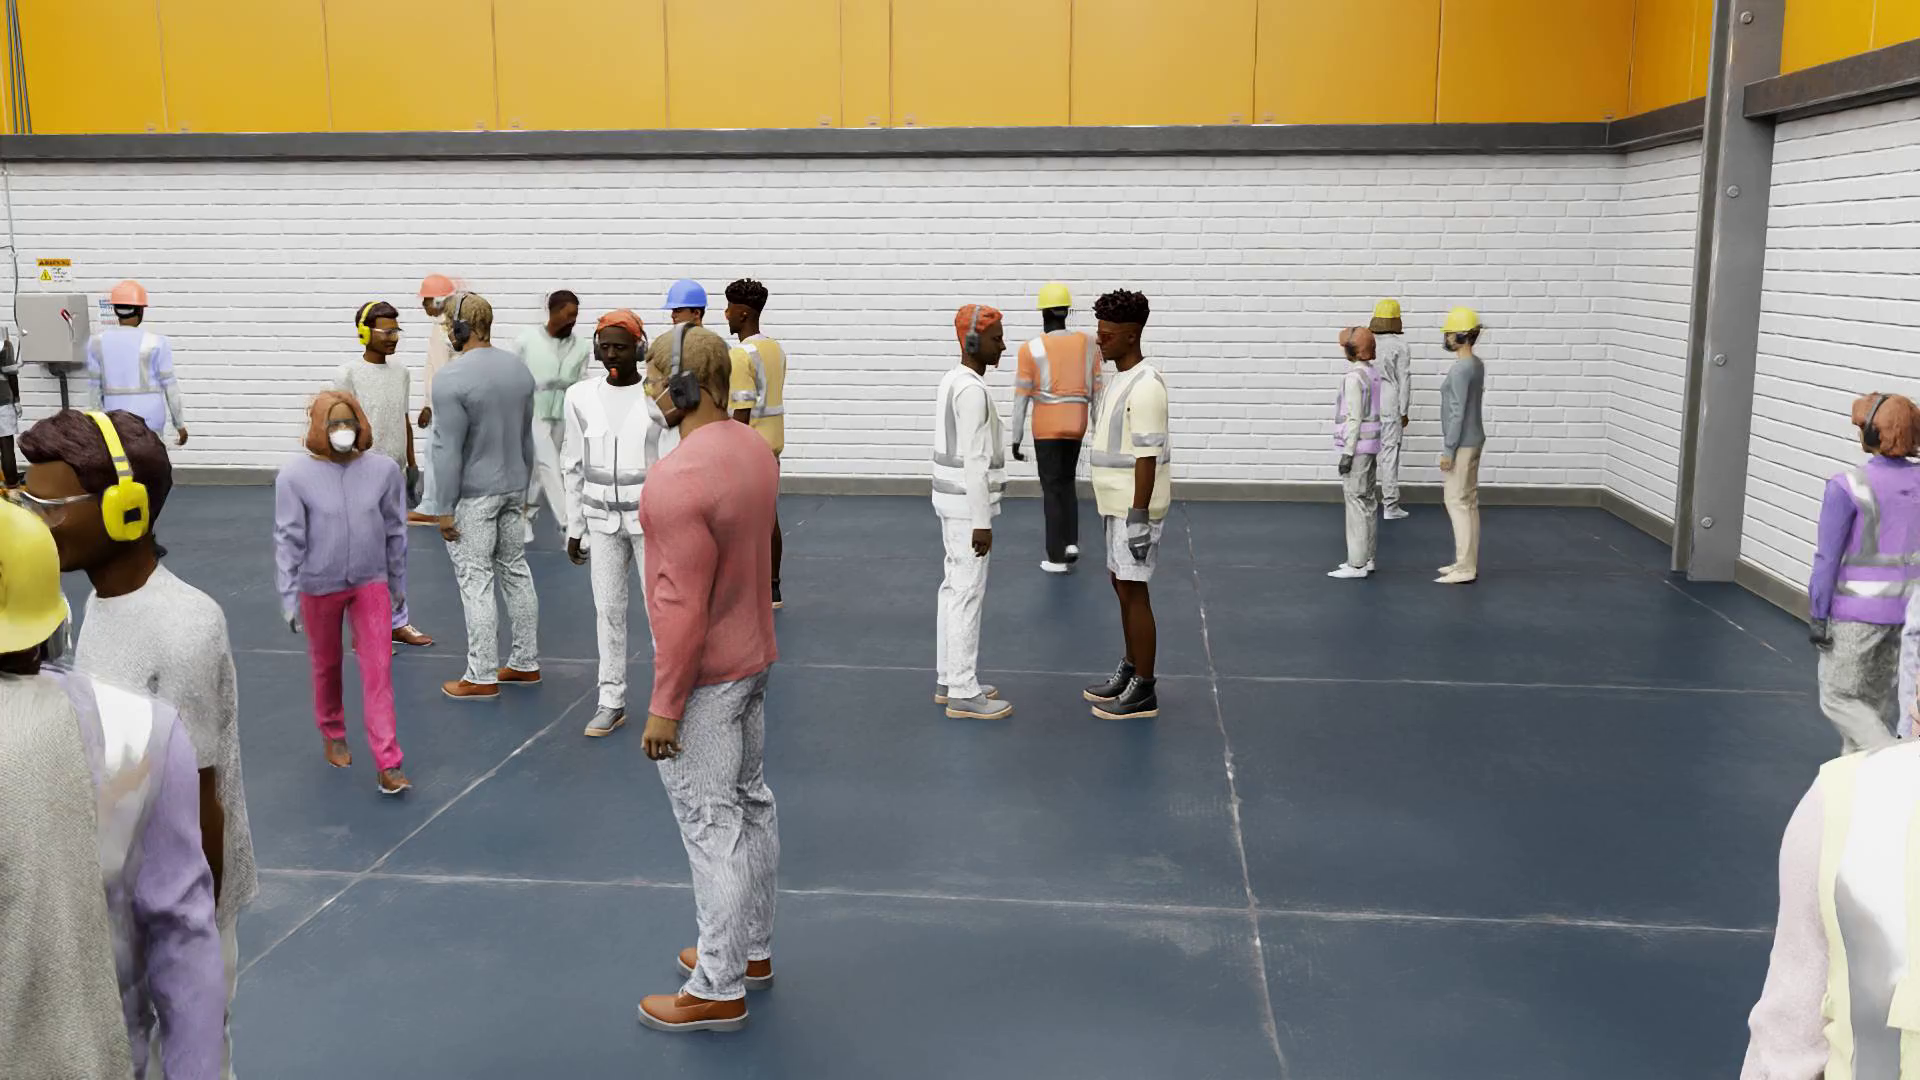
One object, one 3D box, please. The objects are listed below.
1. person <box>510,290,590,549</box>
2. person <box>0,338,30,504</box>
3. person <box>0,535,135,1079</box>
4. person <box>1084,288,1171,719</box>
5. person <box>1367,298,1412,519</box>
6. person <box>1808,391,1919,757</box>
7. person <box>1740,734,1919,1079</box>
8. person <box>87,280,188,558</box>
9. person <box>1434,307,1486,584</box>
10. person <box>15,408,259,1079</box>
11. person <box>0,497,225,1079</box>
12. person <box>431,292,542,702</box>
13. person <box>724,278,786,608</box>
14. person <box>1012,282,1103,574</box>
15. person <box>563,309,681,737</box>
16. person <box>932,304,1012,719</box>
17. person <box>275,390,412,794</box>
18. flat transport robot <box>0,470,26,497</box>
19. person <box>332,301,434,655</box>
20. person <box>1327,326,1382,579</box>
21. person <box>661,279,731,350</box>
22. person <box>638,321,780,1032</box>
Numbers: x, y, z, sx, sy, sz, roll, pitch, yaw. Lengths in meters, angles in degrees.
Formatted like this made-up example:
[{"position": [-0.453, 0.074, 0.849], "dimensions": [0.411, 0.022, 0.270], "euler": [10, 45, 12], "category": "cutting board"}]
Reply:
[{"position": [-2.941, -0.847, 11.839], "dimensions": [0.997, 1.844, 0.661], "euler": [9, 14, 43], "category": "person"}, {"position": [-8.121, -1.138, 13.912], "dimensions": [0.532, 1.696, 0.319], "euler": [-1, 10, -8], "category": "person"}, {"position": [-1.331, 0.811, 2.298], "dimensions": [0.500, 1.856, 0.551], "euler": [-1, 10, -6], "category": "person"}, {"position": [0.767, -0.162, 7.589], "dimensions": [0.374, 1.958, 0.606], "euler": [-1, 10, -5], "category": "person"}, {"position": [3.360, -1.043, 13.231], "dimensions": [0.487, 1.744, 0.312], "euler": [9, 13, 42], "category": "person"}, {"position": [3.334, 0.284, 5.977], "dimensions": [0.515, 1.626, 0.620], "euler": [-2, 10, -14], "category": "person"}, {"position": [1.174, 0.902, 1.840], "dimensions": [0.619, 1.837, 0.430], "euler": [6, 12, 33], "category": "person"}, {"position": [-5.643, -0.820, 11.462], "dimensions": [0.552, 1.923, 0.500], "euler": [0, 10, 0], "category": "person"}, {"position": [3.197, -0.589, 10.648], "dimensions": [0.405, 1.774, 0.554], "euler": [5, 11, 29], "category": "person"}, {"position": [-1.444, 0.689, 2.988], "dimensions": [0.331, 1.864, 0.507], "euler": [-9, 13, -42], "category": "person"}, {"position": [-1.360, 0.829, 2.375], "dimensions": [0.602, 1.787, 0.851], "euler": [-6, 12, -32], "category": "person"}, {"position": [-2.251, -0.202, 7.891], "dimensions": [0.357, 1.932, 0.629], "euler": [5, 11, 26], "category": "person"}, {"position": [-1.212, -0.529, 9.653], "dimensions": [0.367, 1.966, 0.606], "euler": [2, 10, 14], "category": "person"}, {"position": [0.627, -0.731, 10.953], "dimensions": [0.619, 1.910, 0.460], "euler": [-4, 11, -22], "category": "person"}, {"position": [-1.440, -0.060, 7.239], "dimensions": [0.579, 1.878, 0.352], "euler": [1, 10, 8], "category": "person"}, {"position": [0.046, -0.132, 7.618], "dimensions": [0.339, 1.882, 0.581], "euler": [-2, 10, -9], "category": "person"}, {"position": [-2.439, 0.195, 6.597], "dimensions": [0.513, 1.579, 0.883], "euler": [-7, 12, -33], "category": "person"}, {"position": [-8.808, -0.473, 14.185], "dimensions": [1.431, 0.197, 0.652], "euler": [1, 10, 3], "category": "flat transport robot"}, {"position": [-3.052, -0.323, 8.777], "dimensions": [0.331, 1.863, 0.508], "euler": [5, 11, 28], "category": "person"}, {"position": [2.575, -0.562, 10.790], "dimensions": [0.313, 1.636, 0.520], "euler": [5, 11, 27], "category": "person"}, {"position": [-1.641, -0.628, 10.270], "dimensions": [0.616, 1.946, 0.392], "euler": [8, 13, 40], "category": "person"}, {"position": [-0.694, 0.376, 4.555], "dimensions": [0.372, 1.938, 0.630], "euler": [2, 10, 12], "category": "person"}]
